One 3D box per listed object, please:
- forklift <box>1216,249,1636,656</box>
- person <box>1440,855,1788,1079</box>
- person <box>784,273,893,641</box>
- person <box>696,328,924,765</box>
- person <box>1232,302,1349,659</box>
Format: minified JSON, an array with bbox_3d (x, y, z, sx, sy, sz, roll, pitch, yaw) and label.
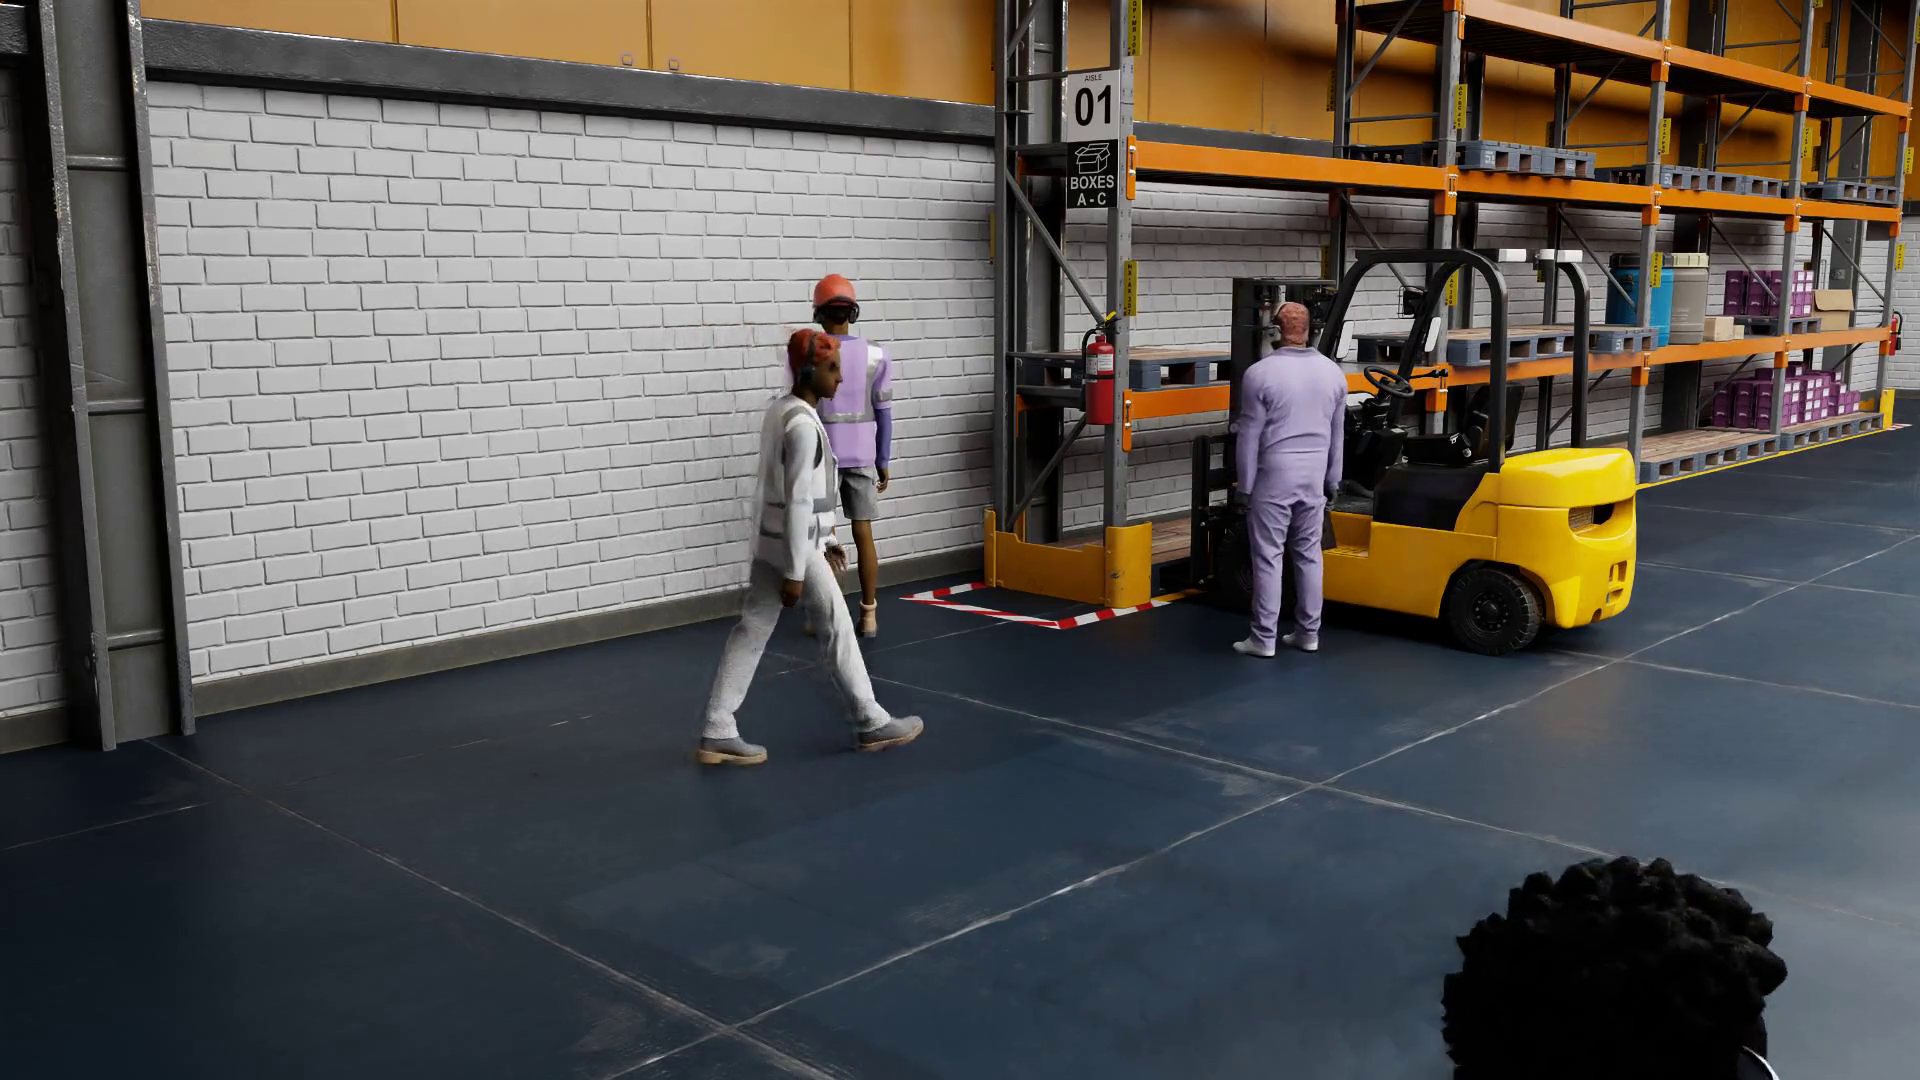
[{"bbox_3d":[2.710,-0.584,9.626,2.313,2.155,1.214,9,13,43],"label":"forklift"},{"bbox_3d":[0.476,1.047,1.273,0.878,1.647,0.540,0,9,3],"label":"person"},{"bbox_3d":[-0.680,-0.454,9.286,0.608,2.046,0.368,-3,10,-18],"label":"person"},{"bbox_3d":[-0.663,0.037,6.945,1.008,1.828,0.567,-4,10,-23],"label":"person"},{"bbox_3d":[1.746,-0.316,8.897,0.644,1.899,0.404,-4,10,-23],"label":"person"}]
